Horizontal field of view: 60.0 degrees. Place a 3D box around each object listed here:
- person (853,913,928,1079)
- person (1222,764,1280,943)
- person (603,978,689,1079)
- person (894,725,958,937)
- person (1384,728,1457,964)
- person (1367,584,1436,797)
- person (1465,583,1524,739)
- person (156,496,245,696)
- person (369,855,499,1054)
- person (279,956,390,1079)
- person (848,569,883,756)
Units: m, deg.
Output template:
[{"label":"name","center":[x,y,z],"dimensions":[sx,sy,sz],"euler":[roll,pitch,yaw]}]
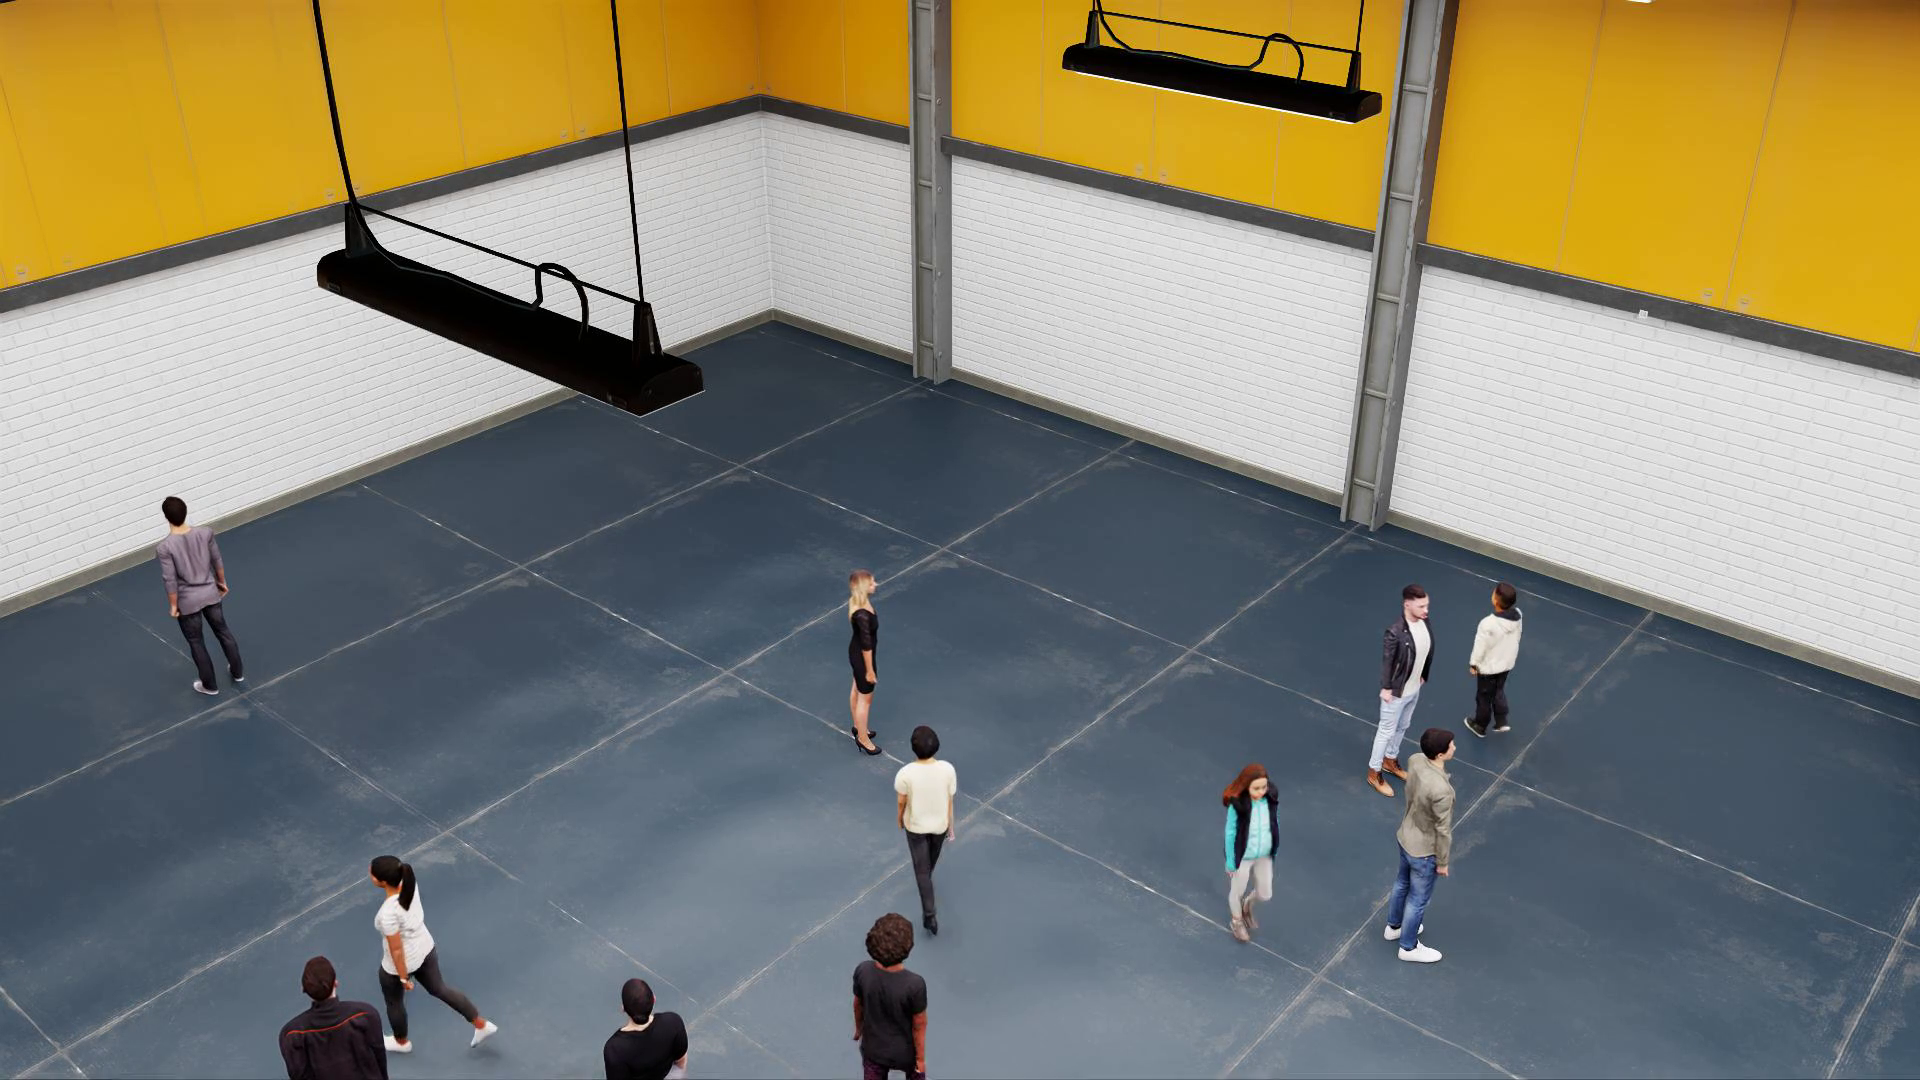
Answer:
[{"label":"person","center":[-0.438,2.999,9.821],"dimensions":[1.117,1.750,1.011],"euler":[7,29,12]},{"label":"person","center":[1.996,2.141,11.664],"dimensions":[0.701,1.491,0.744],"euler":[-11,30,-19]},{"label":"person","center":[-1.754,3.196,9.449],"dimensions":[0.726,1.759,0.688],"euler":[-20,34,-32]},{"label":"person","center":[-0.218,2.074,11.735],"dimensions":[0.953,1.542,1.103],"euler":[-8,30,-14]},{"label":"person","center":[3.160,2.070,11.403],"dimensions":[0.849,1.865,0.758],"euler":[-5,29,-10]},{"label":"person","center":[3.483,1.143,13.133],"dimensions":[0.685,1.836,0.578],"euler":[-23,36,-36]},{"label":"person","center":[4.467,1.033,13.738],"dimensions":[0.717,1.451,0.763],"euler":[-12,31,-21]},{"label":"person","center":[-6.584,0.470,14.350],"dimensions":[0.512,1.851,0.678],"euler":[21,35,33]},{"label":"person","center":[-3.415,2.658,10.585],"dimensions":[1.120,1.616,0.886],"euler":[6,29,11]},{"label":"person","center":[-3.470,3.122,9.421],"dimensions":[0.775,1.915,0.758],"euler":[-12,31,-20]},{"label":"person","center":[-0.796,0.980,13.601],"dimensions":[0.669,1.674,0.592],"euler":[-5,29,-9]}]
